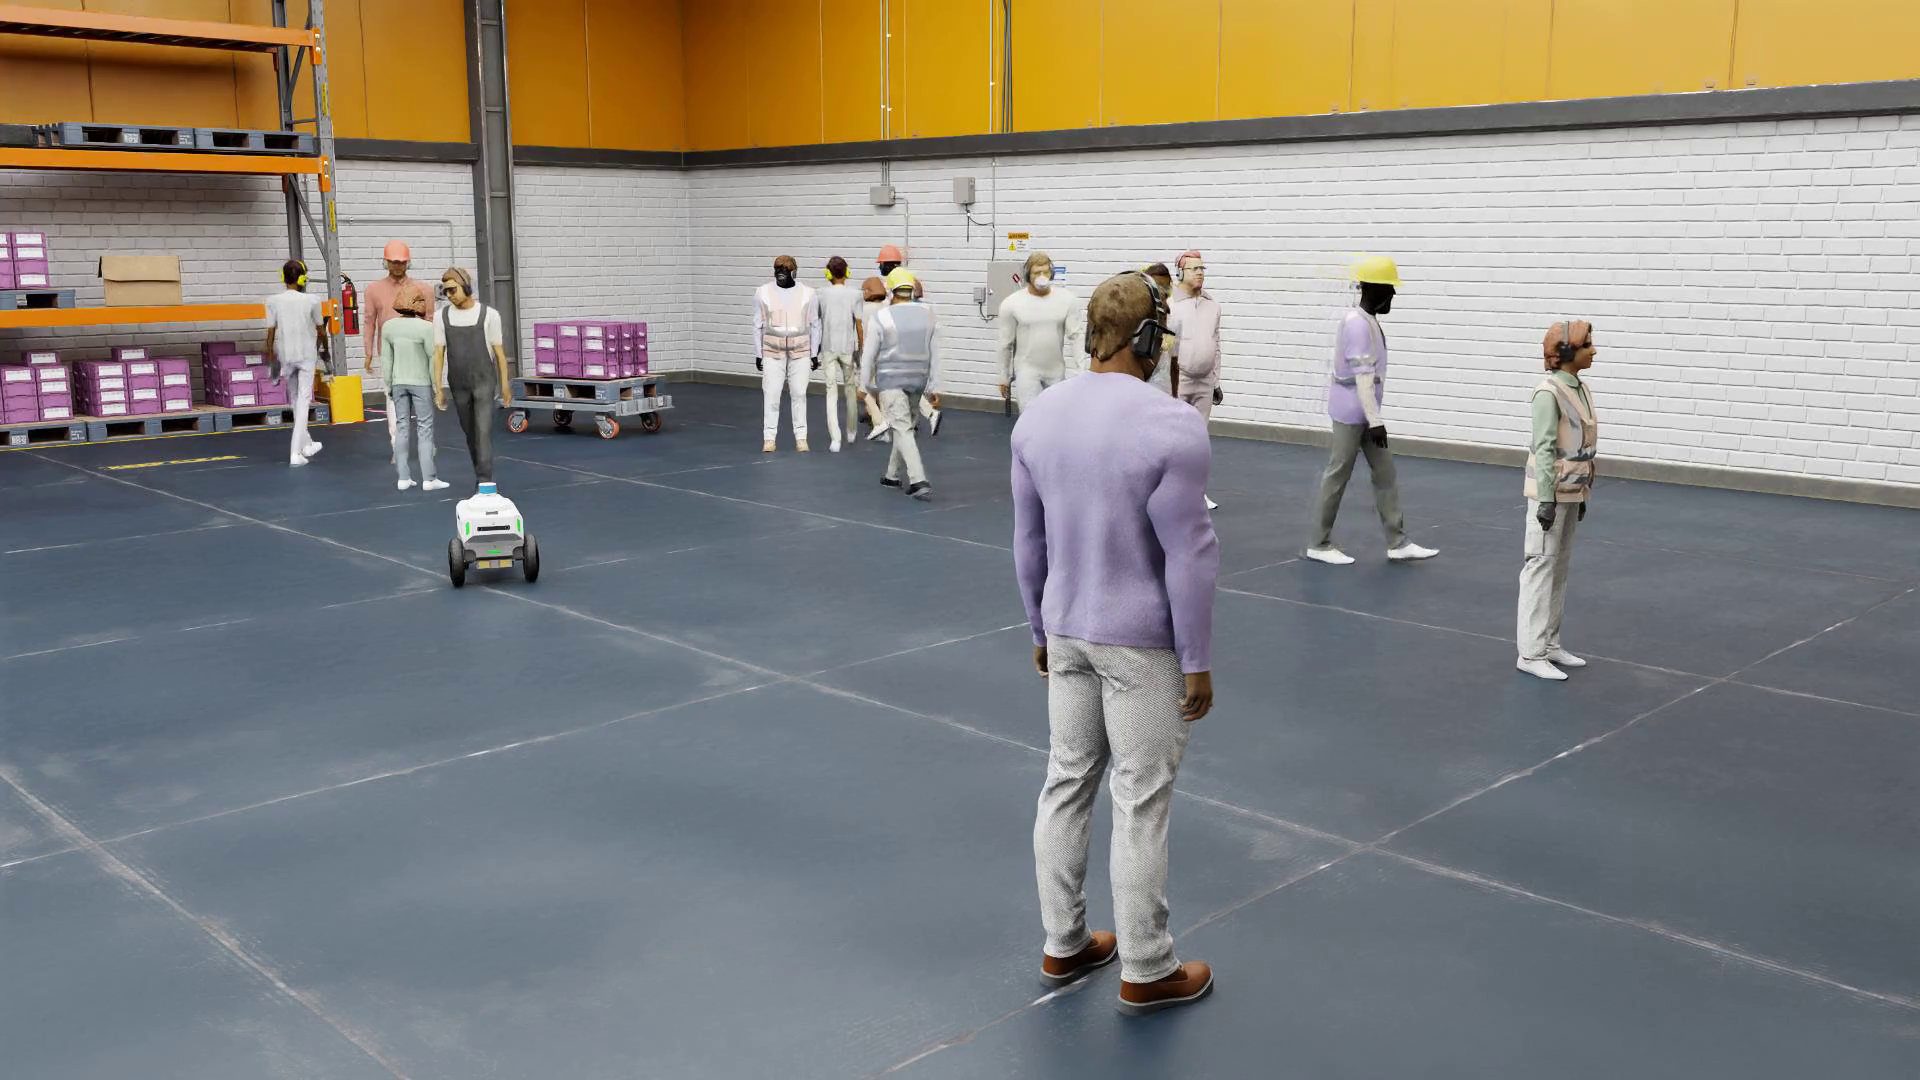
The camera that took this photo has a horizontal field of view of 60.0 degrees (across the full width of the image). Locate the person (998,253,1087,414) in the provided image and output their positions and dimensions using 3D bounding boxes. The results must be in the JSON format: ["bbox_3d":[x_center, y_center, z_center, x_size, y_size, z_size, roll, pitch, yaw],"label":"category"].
[{"bbox_3d":[0.637,-1.254,12.811,0.644,1.877,1.042,-2,11,-12],"label":"person"}]

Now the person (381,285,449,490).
[{"bbox_3d":[-4.352,-1.211,13.257,0.507,1.632,0.268,3,11,16],"label":"person"}]

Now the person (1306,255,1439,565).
[{"bbox_3d":[2.539,-0.764,10.096,0.881,1.888,0.616,5,11,24],"label":"person"}]

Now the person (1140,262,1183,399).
[{"bbox_3d":[1.212,-0.917,11.077,0.536,1.851,0.706,-4,11,-19],"label":"person"}]

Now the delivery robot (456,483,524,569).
[{"bbox_3d":[-2.795,-0.097,9.871,0.477,0.478,0.707,-4,11,-20],"label":"delivery robot"}]

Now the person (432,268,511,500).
[{"bbox_3d":[-3.707,-1.175,12.677,0.550,1.790,0.965,0,10,-1],"label":"person"}]

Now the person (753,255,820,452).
[{"bbox_3d":[-1.623,-1.741,15.593,0.623,1.841,0.430,-1,10,-8],"label":"person"}]

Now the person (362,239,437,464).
[{"bbox_3d":[-4.983,-1.674,14.817,0.640,1.986,0.484,-2,11,-12],"label":"person"}]

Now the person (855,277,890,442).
[{"bbox_3d":[-0.822,-1.755,16.267,0.351,1.620,0.516,9,14,40],"label":"person"}]

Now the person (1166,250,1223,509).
[{"bbox_3d":[1.674,-1.161,12.232,0.642,1.913,0.408,-6,12,-29],"label":"person"}]

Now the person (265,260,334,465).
[{"bbox_3d":[-5.927,-1.596,14.912,0.482,1.806,0.994,0,10,2],"label":"person"}]

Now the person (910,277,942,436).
[{"bbox_3d":[-0.401,-1.813,16.595,0.536,1.614,0.693,-9,13,-39],"label":"person"}]

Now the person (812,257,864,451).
[{"bbox_3d":[-1.170,-1.784,15.891,0.508,1.815,0.948,-1,10,-5],"label":"person"}]

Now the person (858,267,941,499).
[{"bbox_3d":[-0.448,-1.218,12.942,0.609,1.787,0.942,-6,12,-30],"label":"person"}]

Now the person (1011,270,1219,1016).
[{"bbox_3d":[0.410,0.271,4.359,0.627,1.934,0.372,10,14,44],"label":"person"}]

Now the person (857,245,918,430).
[{"bbox_3d":[-0.813,-2.091,17.305,0.875,1.905,0.570,4,11,19],"label":"person"}]

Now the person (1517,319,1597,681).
[{"bbox_3d":[2.754,-0.191,7.665,0.307,1.645,0.520,7,13,35],"label":"person"}]
